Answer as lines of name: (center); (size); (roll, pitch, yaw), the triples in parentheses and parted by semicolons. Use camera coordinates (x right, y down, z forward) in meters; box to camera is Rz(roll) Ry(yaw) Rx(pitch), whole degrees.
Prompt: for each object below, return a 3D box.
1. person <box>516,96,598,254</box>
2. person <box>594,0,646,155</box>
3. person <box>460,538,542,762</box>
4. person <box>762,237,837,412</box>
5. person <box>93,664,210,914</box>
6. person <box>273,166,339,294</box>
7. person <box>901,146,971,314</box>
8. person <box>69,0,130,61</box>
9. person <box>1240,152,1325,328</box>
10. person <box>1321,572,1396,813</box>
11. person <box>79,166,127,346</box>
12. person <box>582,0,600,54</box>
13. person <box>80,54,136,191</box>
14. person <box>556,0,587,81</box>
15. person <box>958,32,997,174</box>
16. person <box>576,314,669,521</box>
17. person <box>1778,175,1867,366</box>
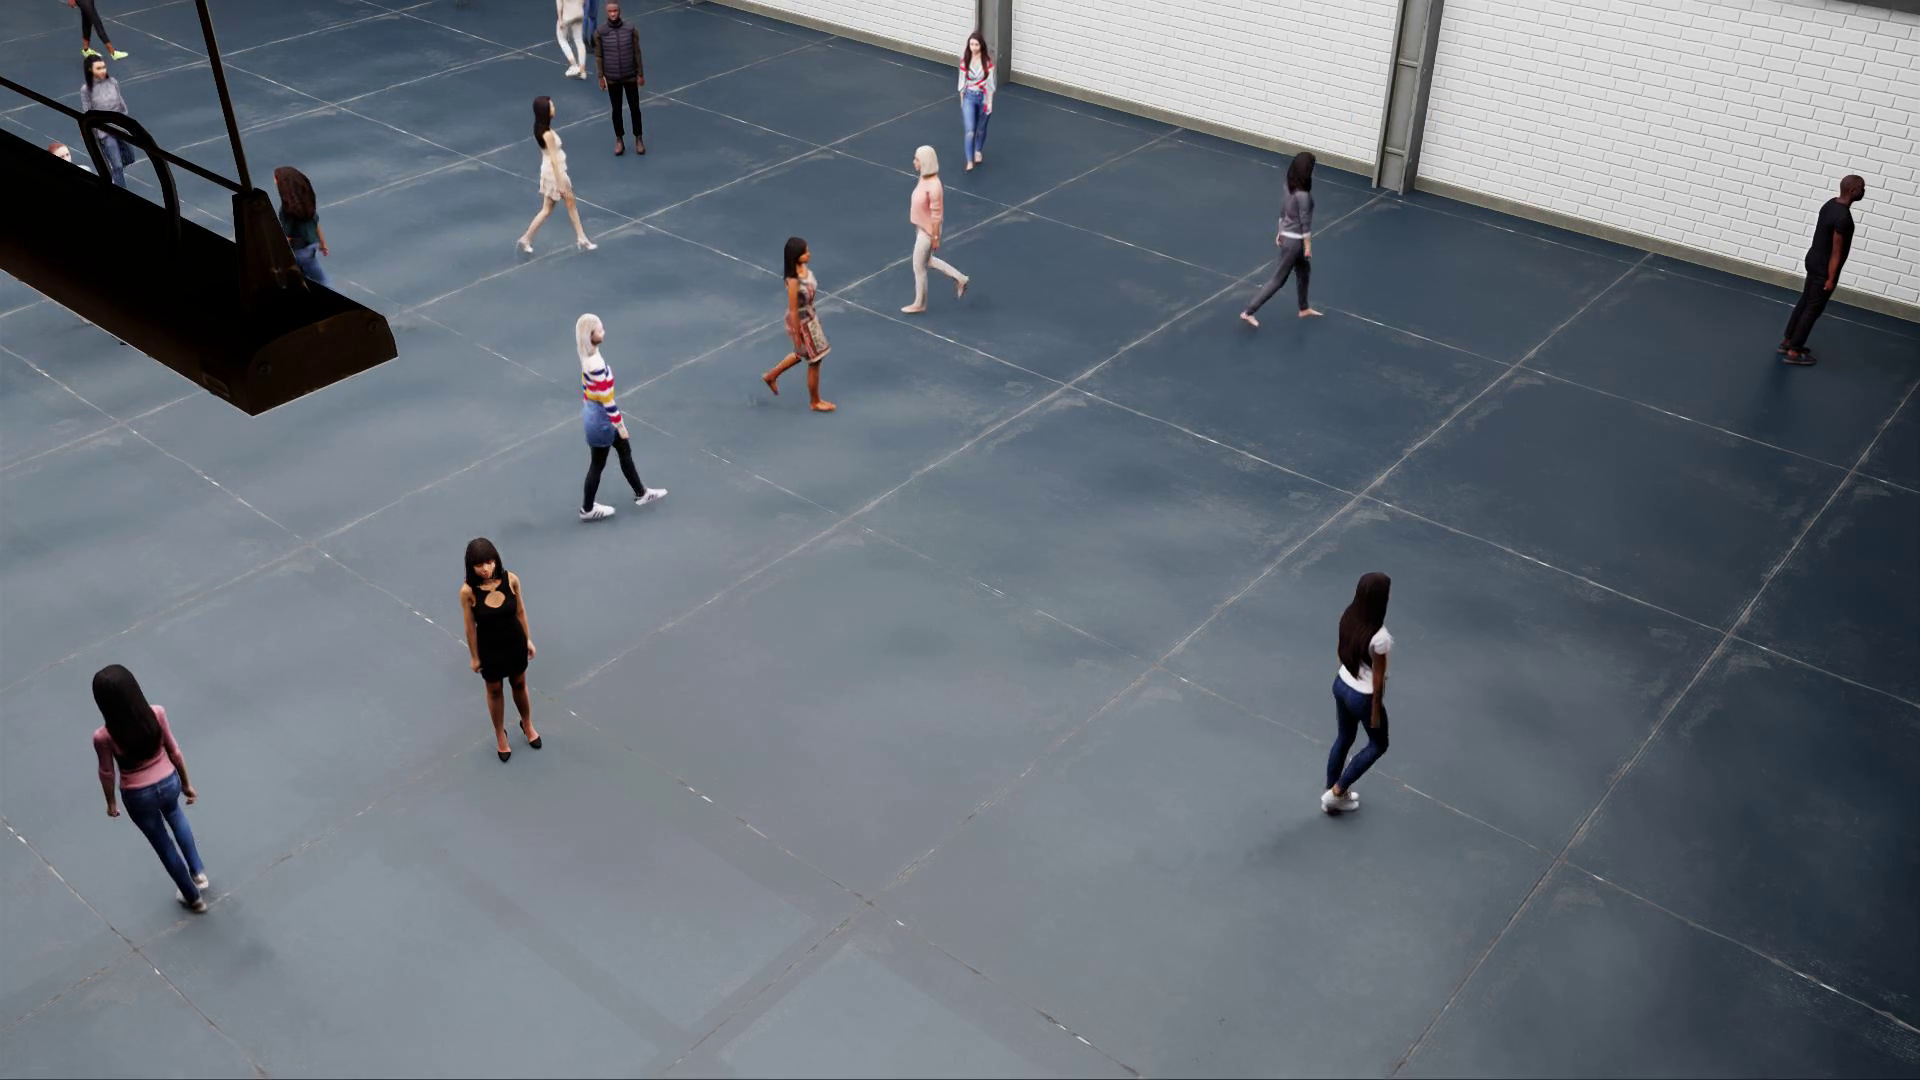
person: (-4.298, -3.718, 17.228); (0.999, 1.701, 1.069); (-10, 35, -15)
person: (-4.034, -5.529, 19.829); (0.773, 1.837, 0.785); (-8, 34, -12)
person: (-2.946, 0.682, 10.654); (0.624, 1.650, 0.583); (-18, 38, -25)
person: (-1.454, -1.884, 14.532); (1.038, 1.631, 0.945); (2, 34, 3)
person: (-4.532, 1.462, 9.405); (0.600, 1.734, 0.581); (23, 40, 31)
person: (-6.191, -2.772, 15.919); (1.153, 1.574, 0.918); (8, 34, 11)
person: (-0.229, -3.014, 16.165); (0.990, 1.705, 0.983); (-8, 34, -11)
person: (-12.099, -7.448, 22.827); (1.118, 1.715, 0.906); (5, 34, 8)
person: (3.089, -2.812, 15.848); (1.099, 1.720, 1.149); (-8, 34, -12)
person: (2.346, 0.983, 10.099); (0.789, 1.764, 0.695); (-12, 36, -18)
person: (-8.061, -2.686, 15.633); (0.698, 1.747, 0.560); (-24, 41, -32)
person: (-5.207, -7.671, 23.237); (0.580, 1.631, 0.647); (17, 37, 23)
person: (-9.475, -4.557, 18.482); (0.921, 1.710, 0.678); (25, 41, 32)
person: (-5.118, -6.957, 22.101); (0.557, 1.700, 0.611); (26, 42, 33)
person: (0.215, -5.156, 19.511); (1.025, 1.569, 1.037); (0, 34, 0)
person: (-2.885, -0.915, 12.940); (1.008, 1.779, 1.020); (-10, 35, -15)
person: (7.913, -2.482, 15.263); (0.721, 1.816, 0.745); (8, 34, 12)
